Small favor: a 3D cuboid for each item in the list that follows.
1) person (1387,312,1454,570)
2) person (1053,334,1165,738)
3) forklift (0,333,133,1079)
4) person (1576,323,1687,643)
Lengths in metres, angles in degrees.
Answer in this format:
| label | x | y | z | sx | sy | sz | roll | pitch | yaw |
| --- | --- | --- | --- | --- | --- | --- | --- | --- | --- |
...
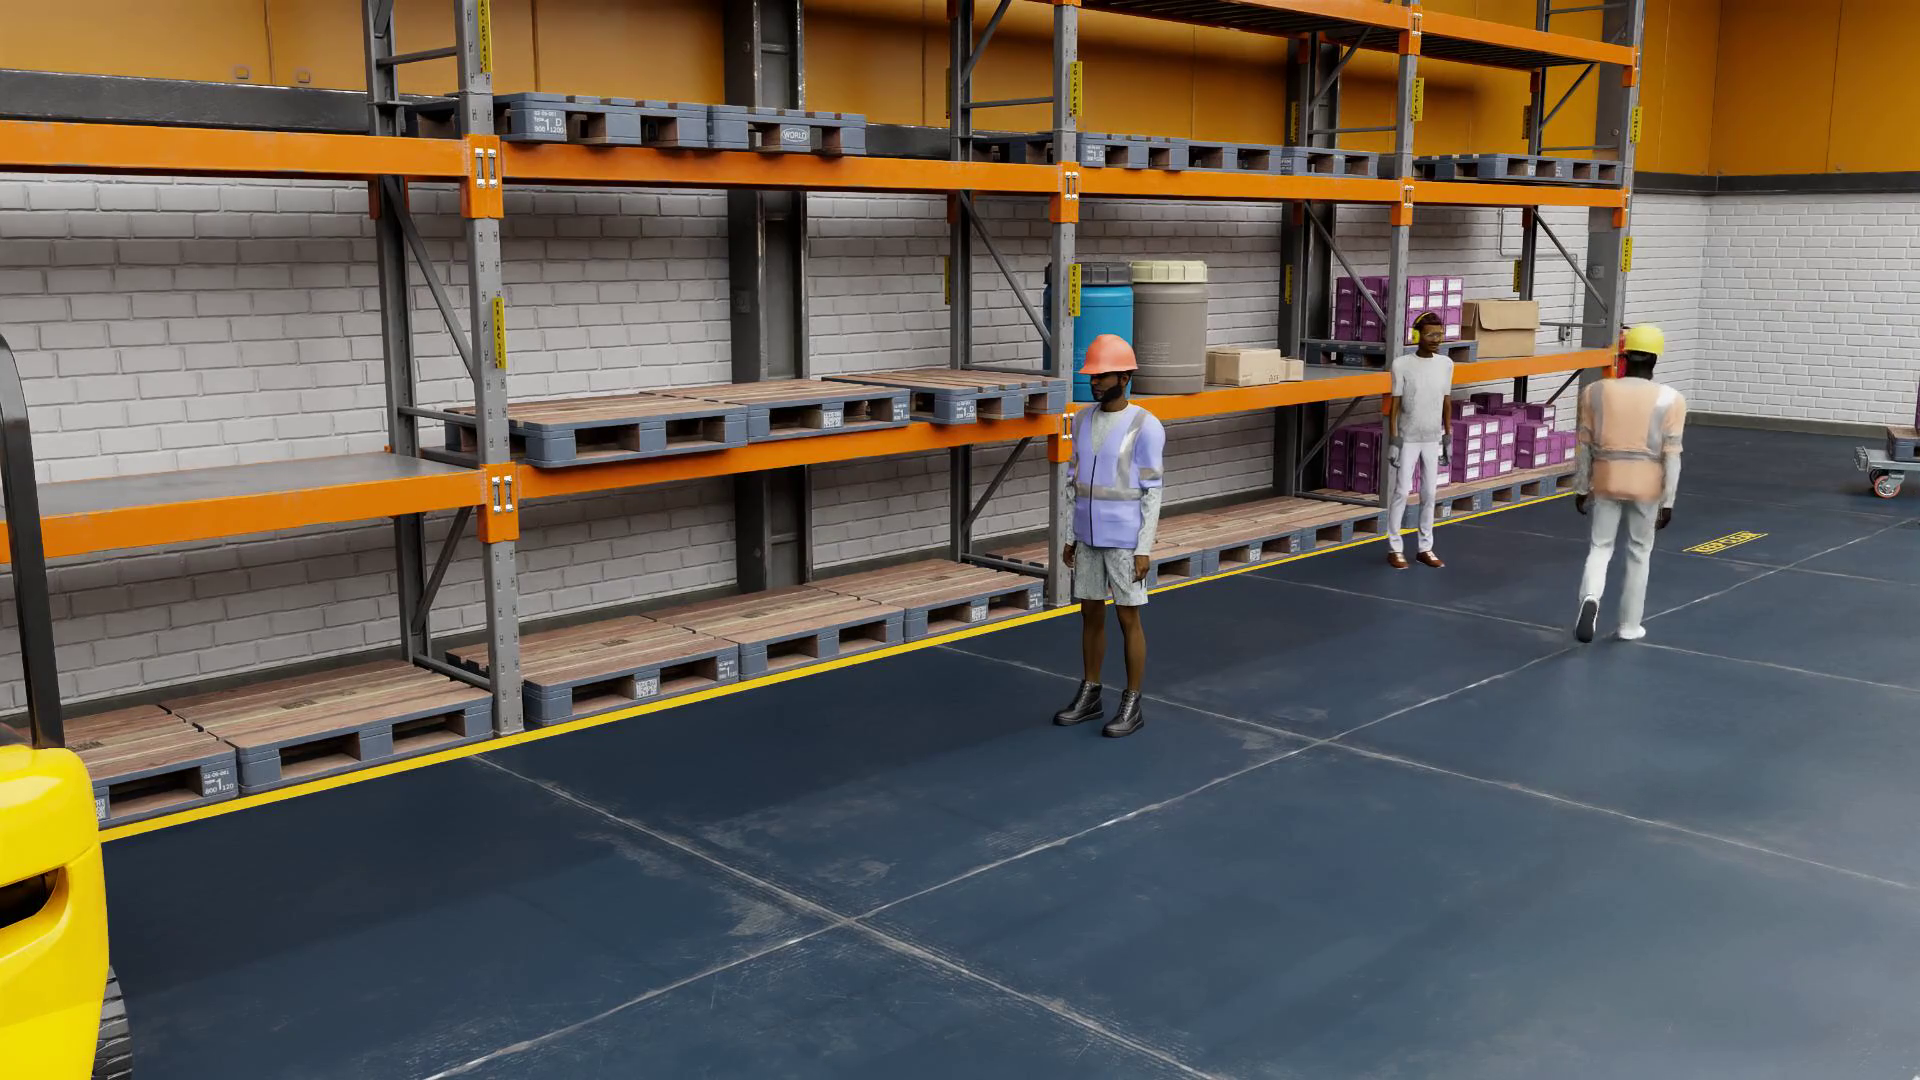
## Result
| label | x | y | z | sx | sy | sz | roll | pitch | yaw |
| --- | --- | --- | --- | --- | --- | --- | --- | --- | --- |
| person | 3.332 | -0.713 | 12.029 | 0.515 | 1.862 | 0.328 | -3 | 11 | -14 |
| person | 0.713 | -0.020 | 8.033 | 0.545 | 1.938 | 0.356 | 9 | 14 | 42 |
| forklift | -3.289 | 0.485 | 4.582 | 1.214 | 2.155 | 2.313 | -10 | 14 | -44 |
| person | 3.874 | -0.306 | 9.687 | 0.593 | 1.903 | 0.720 | 7 | 12 | 32 |
